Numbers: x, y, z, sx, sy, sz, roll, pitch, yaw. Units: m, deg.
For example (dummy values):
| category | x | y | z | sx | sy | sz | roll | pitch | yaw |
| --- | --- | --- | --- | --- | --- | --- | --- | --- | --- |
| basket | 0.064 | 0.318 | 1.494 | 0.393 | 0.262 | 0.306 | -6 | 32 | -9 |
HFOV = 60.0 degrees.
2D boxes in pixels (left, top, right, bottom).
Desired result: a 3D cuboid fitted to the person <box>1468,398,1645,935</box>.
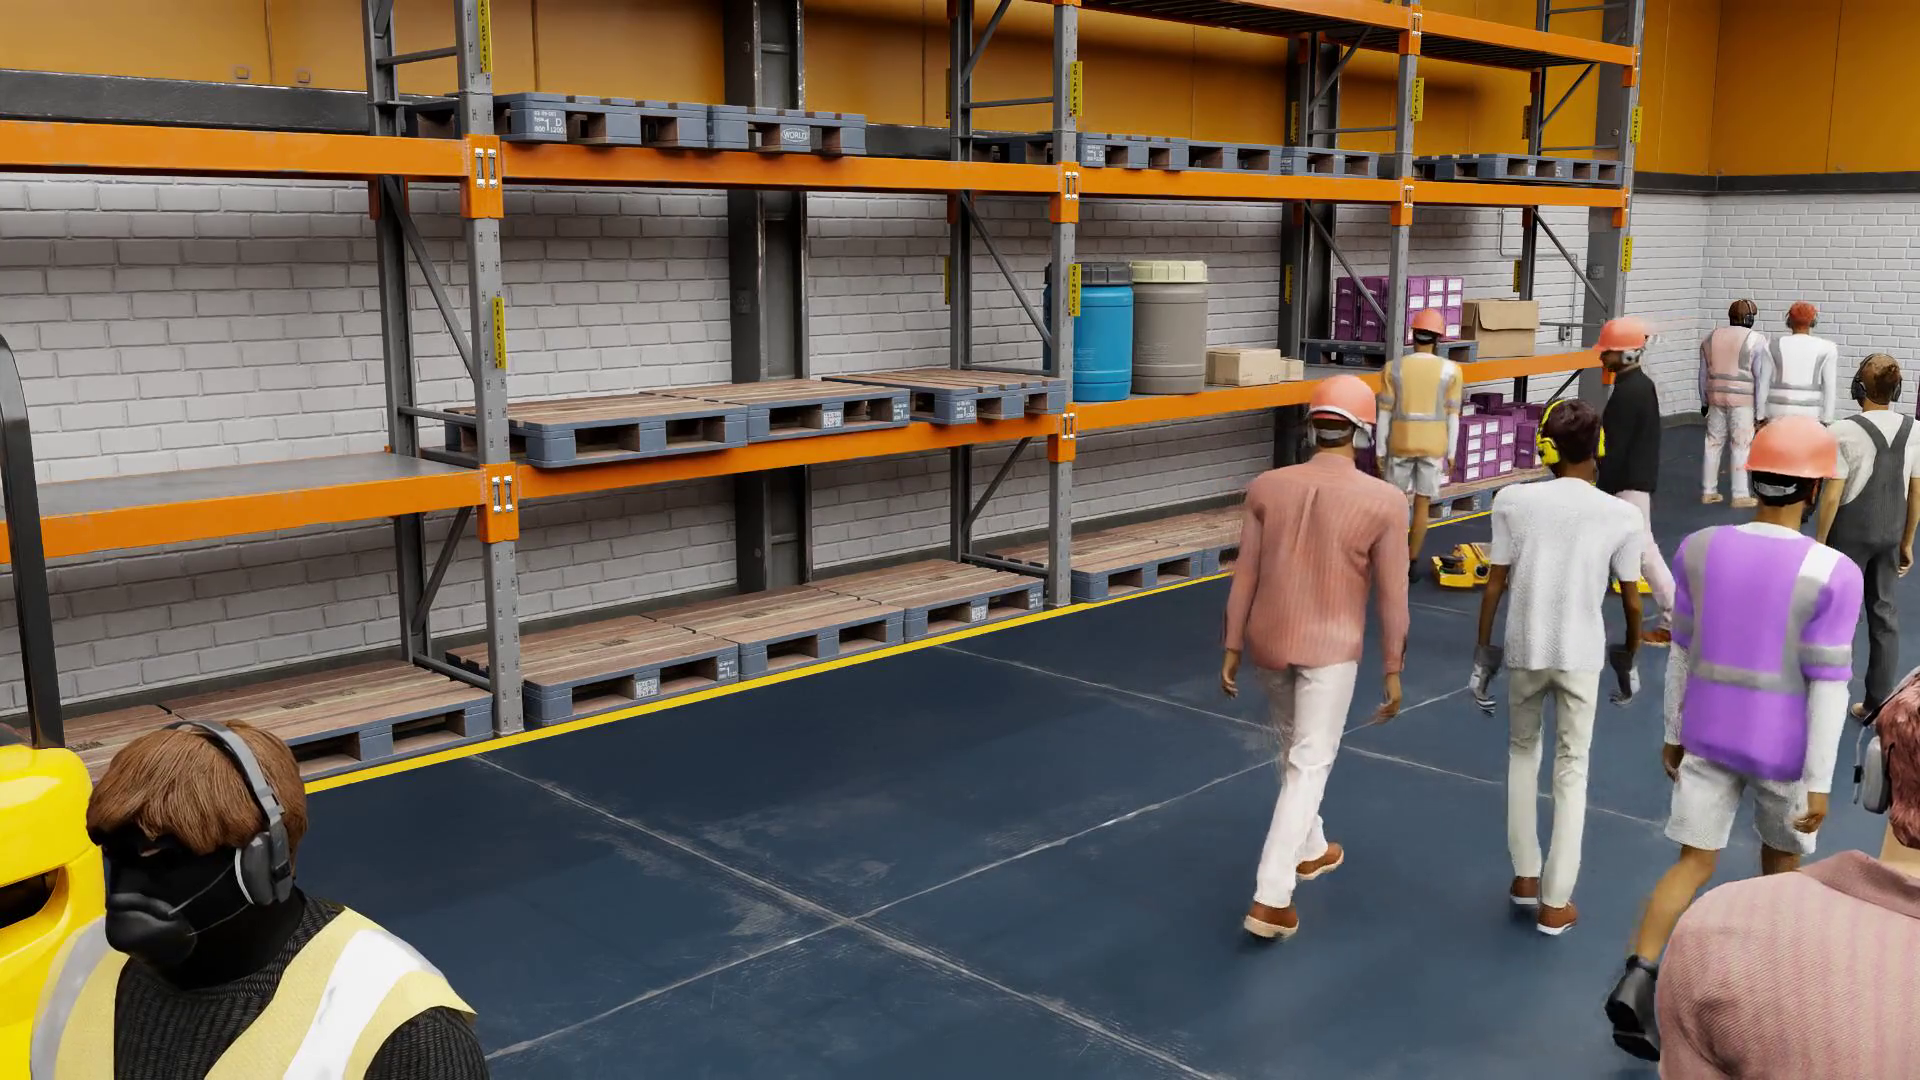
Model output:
| category | x | y | z | sx | sy | sz | roll | pitch | yaw |
| --- | --- | --- | --- | --- | --- | --- | --- | --- | --- |
| person | 2.073 | 0.431 | 5.778 | 0.530 | 1.854 | 0.497 | 5 | 12 | 26 |

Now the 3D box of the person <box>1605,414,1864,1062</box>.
| category | x | y | z | sx | sy | sz | roll | pitch | yaw |
| --- | --- | --- | --- | --- | --- | --- | --- | --- | --- |
| person | 2.256 | 0.588 | 4.820 | 0.873 | 1.907 | 0.553 | -9 | 14 | -41 |

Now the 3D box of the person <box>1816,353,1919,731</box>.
| category | x | y | z | sx | sy | sz | roll | pitch | yaw |
| --- | --- | --- | --- | --- | --- | --- | --- | --- | --- |
| person | 4.382 | 0.019 | 8.073 | 0.514 | 1.845 | 0.339 | -1 | 10 | -4 |

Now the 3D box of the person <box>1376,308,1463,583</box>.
| category | x | y | z | sx | sy | sz | roll | pitch | yaw |
| --- | --- | --- | --- | --- | --- | --- | --- | --- | --- |
| person | 3.162 | -0.640 | 11.501 | 0.552 | 1.911 | 0.473 | 4 | 11 | 19 |

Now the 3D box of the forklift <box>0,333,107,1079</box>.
| category | x | y | z | sx | sy | sz | roll | pitch | yaw |
| --- | --- | --- | --- | --- | --- | --- | --- | --- | --- |
| forklift | -3.289 | 0.485 | 4.582 | 1.214 | 2.155 | 2.313 | -10 | 14 | -44 |

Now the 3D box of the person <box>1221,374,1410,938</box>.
| category | x | y | z | sx | sy | sz | roll | pitch | yaw |
| --- | --- | --- | --- | --- | --- | --- | --- | --- | --- |
| person | 1.223 | 0.392 | 5.851 | 0.647 | 1.930 | 0.973 | 8 | 13 | 37 |

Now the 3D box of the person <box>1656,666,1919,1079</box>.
| category | x | y | z | sx | sy | sz | roll | pitch | yaw |
| --- | --- | --- | --- | --- | --- | --- | --- | --- | --- |
| person | 1.225 | 1.073 | 2.157 | 0.642 | 1.909 | 0.410 | 7 | 12 | 32 |

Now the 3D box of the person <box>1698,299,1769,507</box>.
| category | x | y | z | sx | sy | sz | roll | pitch | yaw |
| --- | --- | --- | --- | --- | --- | --- | --- | --- | --- |
| person | 6.900 | -1.217 | 14.823 | 0.429 | 1.841 | 0.634 | -7 | 12 | -33 |

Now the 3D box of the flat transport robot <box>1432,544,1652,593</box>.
| category | x | y | z | sx | sy | sz | roll | pitch | yaw |
| --- | --- | --- | --- | --- | --- | --- | --- | --- | --- |
| flat transport robot | 4.026 | 0.183 | 11.477 | 1.431 | 0.197 | 0.652 | 2 | 11 | 11 |

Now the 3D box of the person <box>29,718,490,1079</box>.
| category | x | y | z | sx | sy | sz | roll | pitch | yaw |
| --- | --- | --- | --- | --- | --- | --- | --- | --- | --- |
| person | -0.895 | 1.118 | 2.091 | 0.627 | 1.844 | 0.429 | 3 | 11 | 16 |

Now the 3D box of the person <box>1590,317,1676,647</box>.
| category | x | y | z | sx | sy | sz | roll | pitch | yaw |
| --- | --- | --- | --- | --- | --- | --- | --- | --- | --- |
| person | 3.883 | -0.338 | 9.808 | 1.040 | 1.932 | 0.621 | 6 | 12 | 28 |

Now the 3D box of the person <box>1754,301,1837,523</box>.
| category | x | y | z | sx | sy | sz | roll | pitch | yaw |
| --- | --- | --- | --- | --- | --- | --- | --- | --- | --- |
| person | 6.869 | -1.030 | 13.714 | 0.581 | 1.871 | 0.441 | 4 | 11 | 23 |
